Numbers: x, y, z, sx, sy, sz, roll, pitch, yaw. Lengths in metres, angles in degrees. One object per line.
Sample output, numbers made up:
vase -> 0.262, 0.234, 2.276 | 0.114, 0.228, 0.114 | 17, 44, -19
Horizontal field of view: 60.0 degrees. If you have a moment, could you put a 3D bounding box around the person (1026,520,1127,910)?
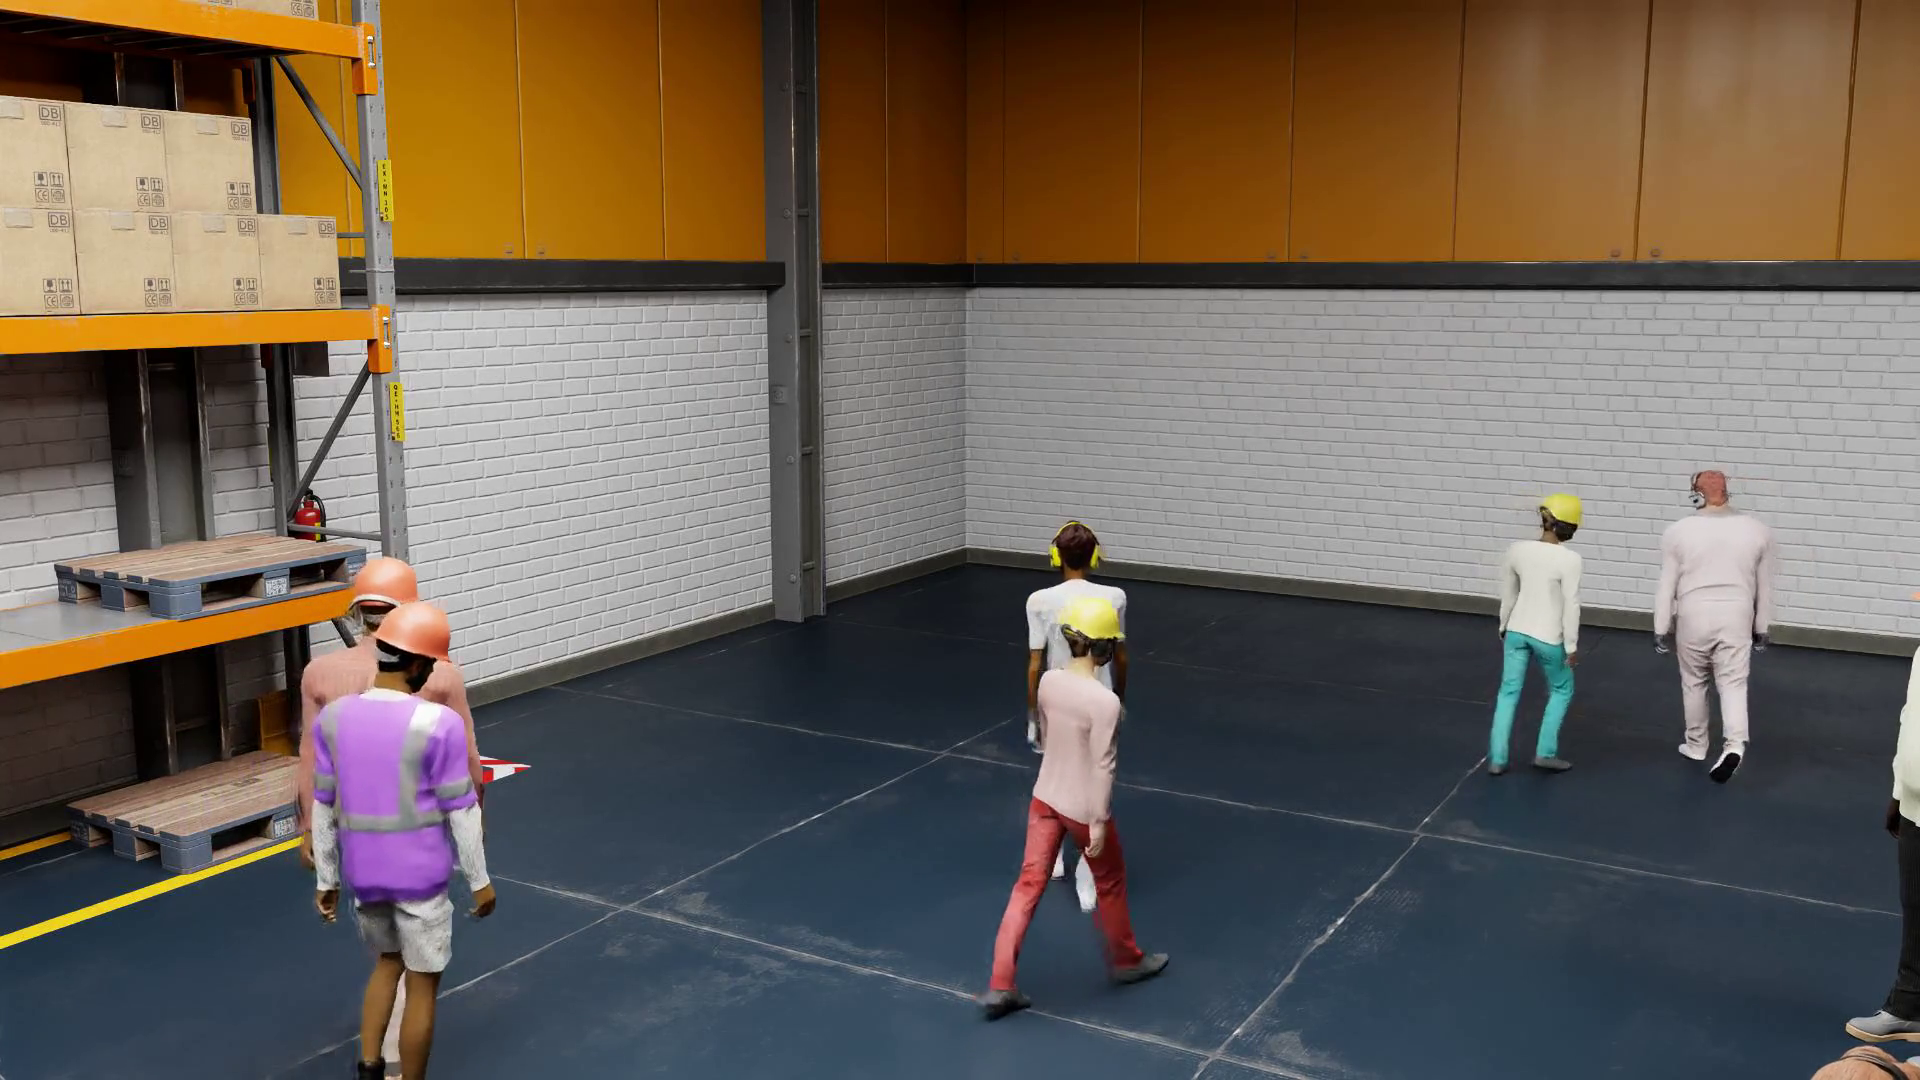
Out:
person -> 0.569, 0.819, 8.160 | 0.509, 1.837, 0.831 | 0, 9, 1

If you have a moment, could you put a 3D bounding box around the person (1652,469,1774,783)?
person -> 4.548, 0.509, 10.038 | 0.673, 1.864, 0.880 | 2, 9, 13

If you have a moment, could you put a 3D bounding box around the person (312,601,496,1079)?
person -> -1.934, 1.157, 5.807 | 0.589, 1.901, 0.426 | 3, 10, 17

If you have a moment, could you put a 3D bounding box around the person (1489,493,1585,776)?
person -> 3.482, 0.576, 10.019 | 0.629, 1.730, 0.637 | -7, 11, -36

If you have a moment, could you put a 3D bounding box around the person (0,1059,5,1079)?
person -> -2.466, 1.607, 3.894 | 0.299, 1.623, 0.503 | 7, 11, 36

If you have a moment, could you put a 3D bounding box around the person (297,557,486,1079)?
person -> -2.169, 1.027, 6.481 | 0.665, 1.946, 0.986 | 0, 9, -2

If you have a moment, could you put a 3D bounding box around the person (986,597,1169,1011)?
person -> 0.470, 1.085, 6.872 | 0.947, 1.709, 0.538 | -7, 11, -36

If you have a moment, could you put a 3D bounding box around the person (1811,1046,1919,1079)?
person -> 1.607, 1.732, 3.083 | 0.305, 1.634, 0.511 | -8, 12, -40

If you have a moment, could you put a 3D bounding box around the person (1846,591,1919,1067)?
person -> 3.734, 1.036, 6.298 | 0.379, 1.996, 0.609 | -1, 9, -6
